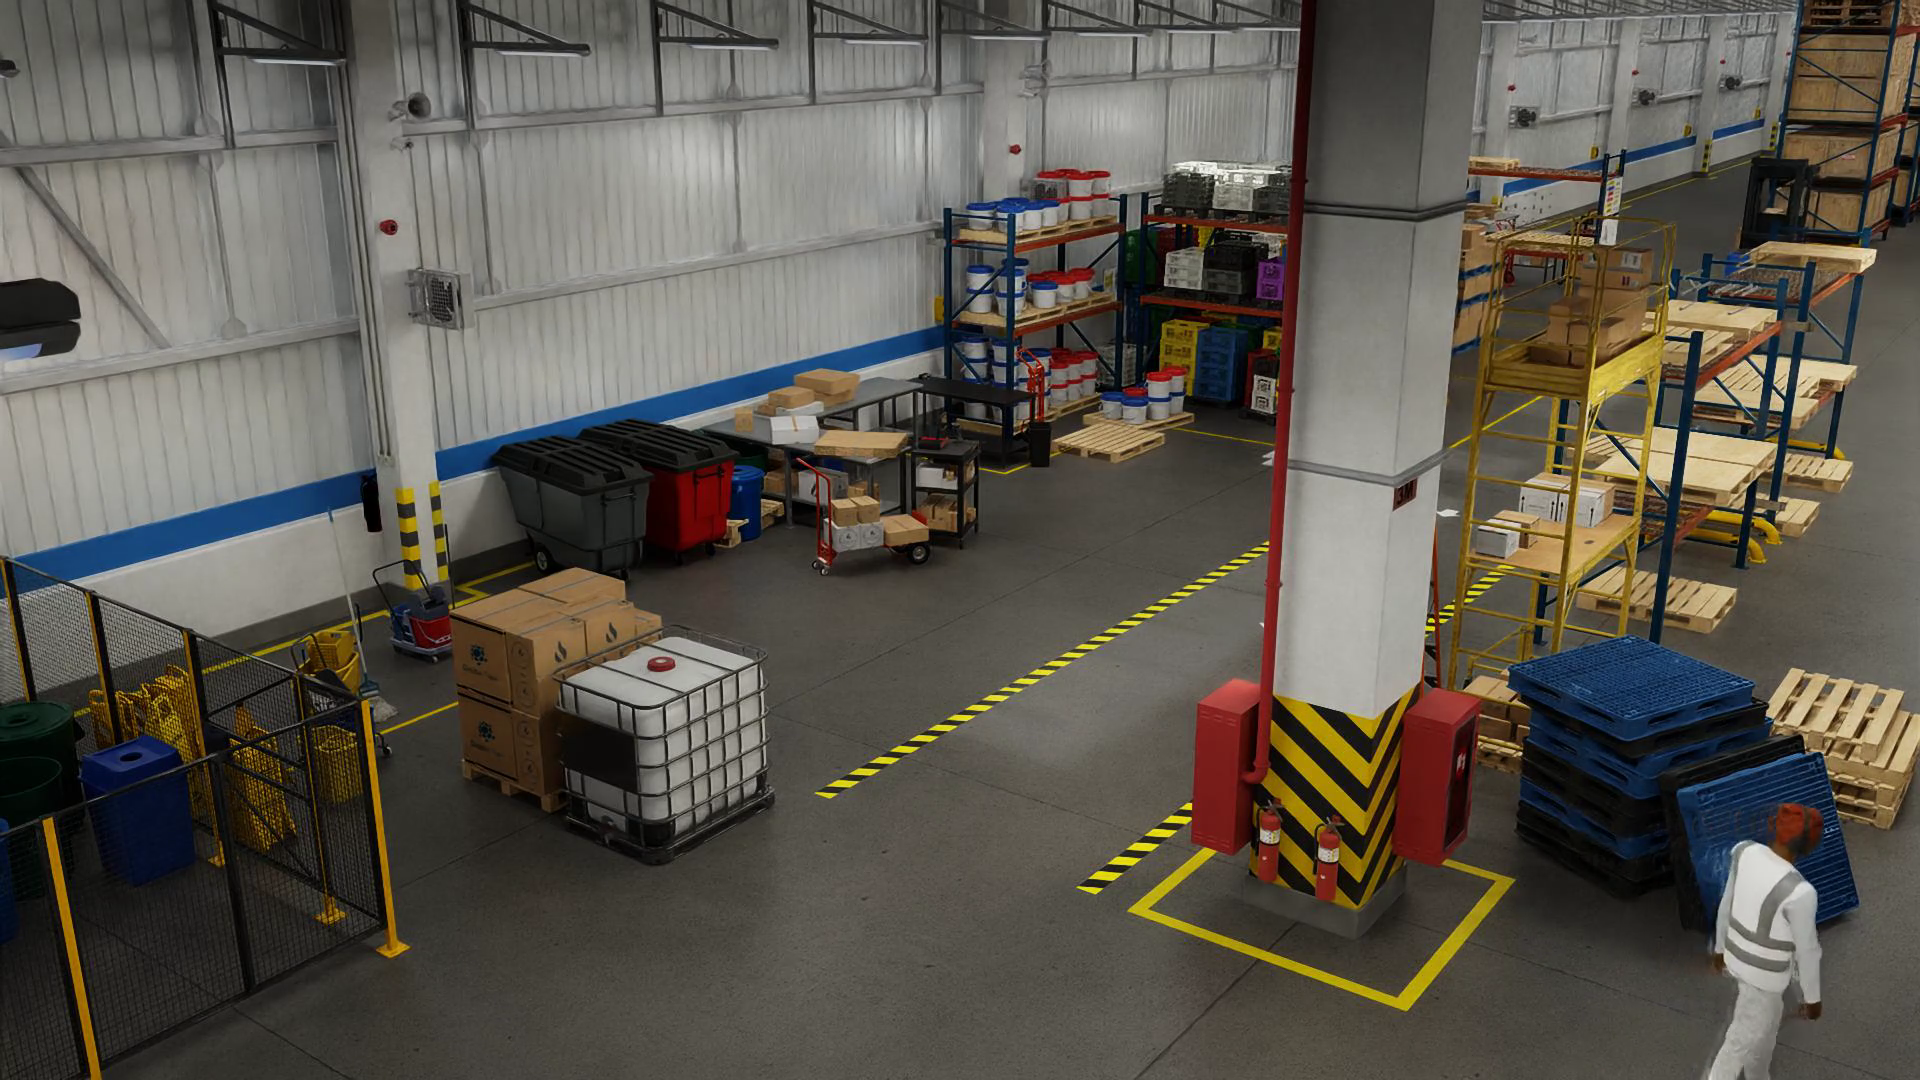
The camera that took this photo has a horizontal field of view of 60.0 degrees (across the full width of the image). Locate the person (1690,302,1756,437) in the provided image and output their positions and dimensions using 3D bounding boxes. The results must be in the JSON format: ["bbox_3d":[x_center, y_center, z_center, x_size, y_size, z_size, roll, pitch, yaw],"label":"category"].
[{"bbox_3d":[10.187,-2.209,21.959,1.028,1.893,0.645,15,23,38],"label":"person"}]

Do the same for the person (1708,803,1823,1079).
[{"bbox_3d":[4.213,2.189,8.529,0.767,1.857,0.581,-2,18,-6],"label":"person"}]

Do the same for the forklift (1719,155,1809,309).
[{"bbox_3d":[15.304,-5.824,31.444,1.129,2.768,1.873,13,22,34],"label":"forklift"}]
